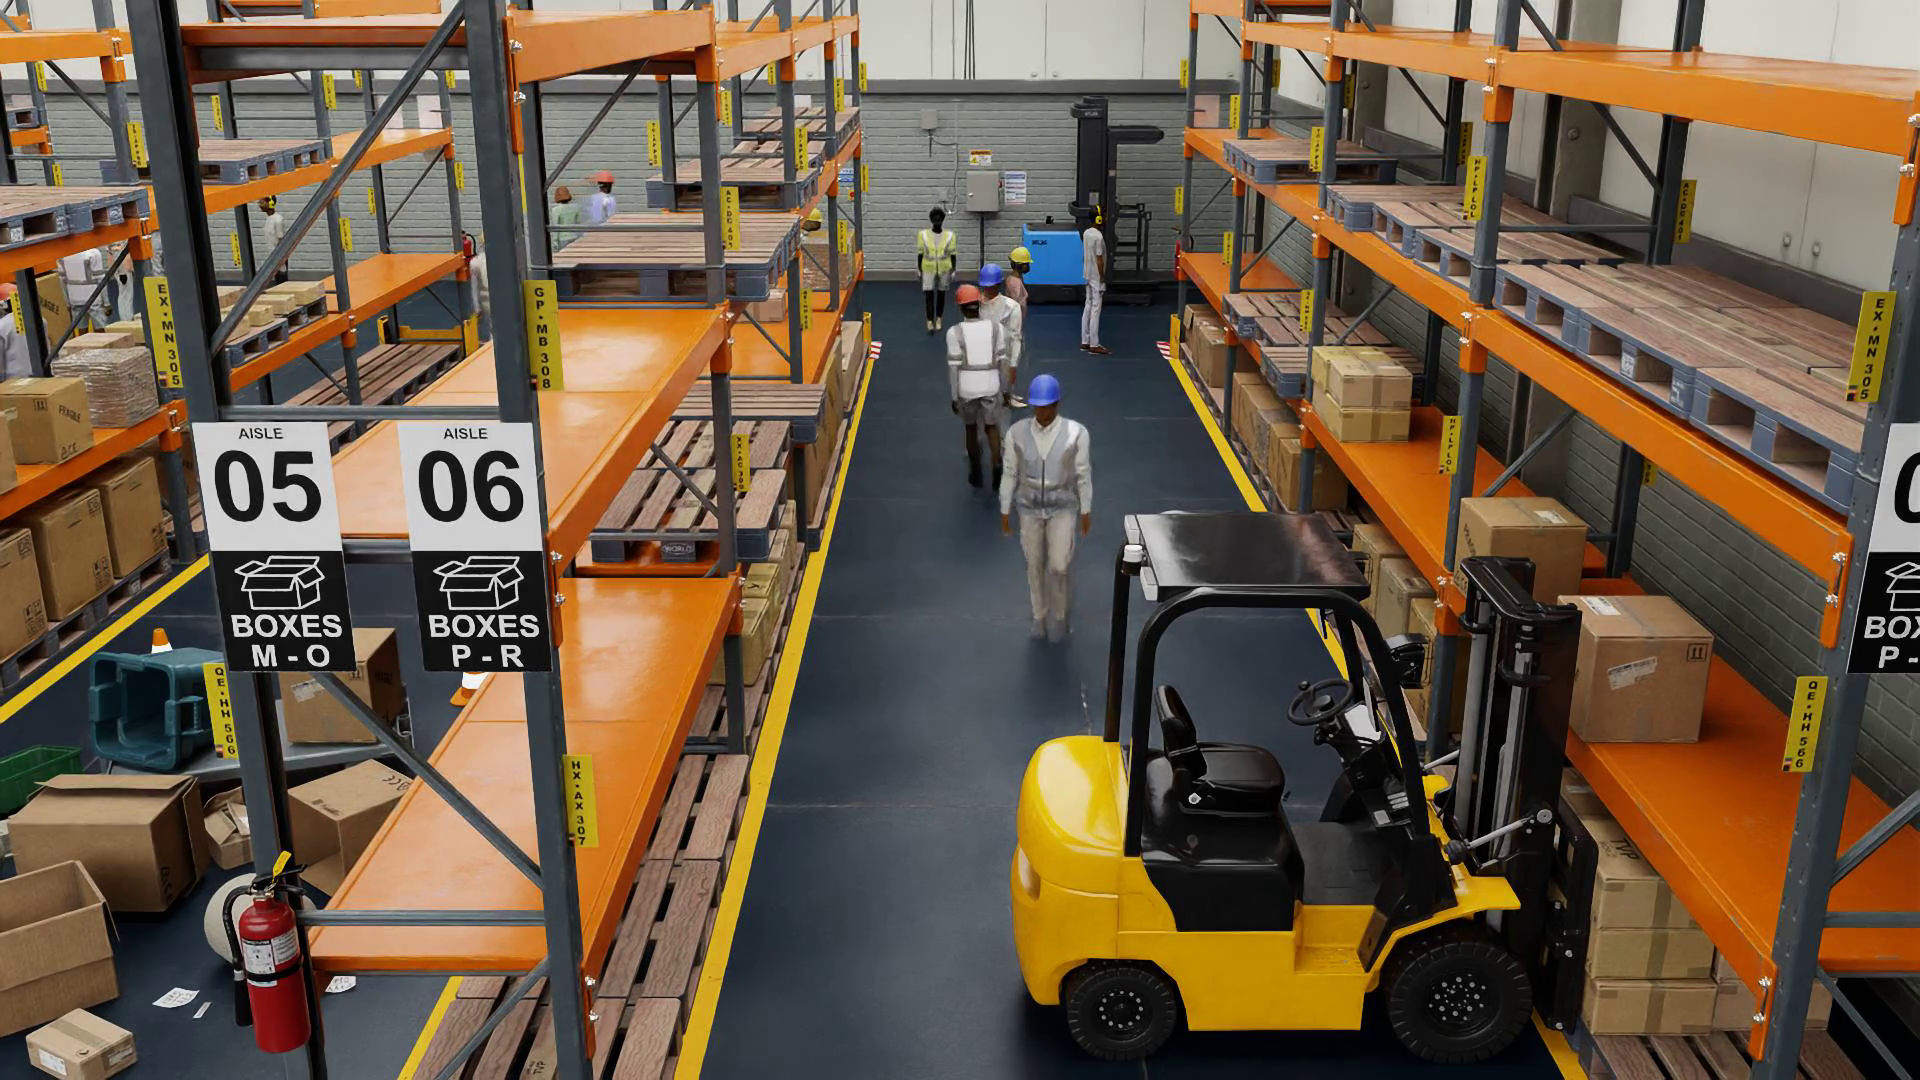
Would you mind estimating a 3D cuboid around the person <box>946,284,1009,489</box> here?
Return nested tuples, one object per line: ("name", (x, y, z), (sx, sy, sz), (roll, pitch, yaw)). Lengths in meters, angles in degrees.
("person", (0.186, -1.356, 15.132), (0.612, 1.896, 0.707), (-4, 19, -12))

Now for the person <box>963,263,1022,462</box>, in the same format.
("person", (0.297, -1.727, 16.182), (0.609, 1.944, 0.401), (7, 20, 21))

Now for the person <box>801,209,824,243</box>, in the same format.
("person", (-1.923, -3.473, 21.801), (0.323, 1.730, 0.491), (0, 18, 1))

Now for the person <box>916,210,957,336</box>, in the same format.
("person", (-0.301, -3.561, 22.163), (0.542, 1.647, 0.872), (-1, 18, -4))

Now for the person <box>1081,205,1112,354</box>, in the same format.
("person", (1.724, -3.295, 21.037), (0.328, 1.872, 0.511), (-7, 19, -20))

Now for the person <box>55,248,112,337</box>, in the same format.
("person", (-10.238, -2.822, 19.521), (0.544, 1.929, 0.387), (2, 18, 5))

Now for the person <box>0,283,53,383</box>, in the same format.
("person", (-9.118, -1.627, 16.193), (0.345, 1.743, 0.565), (10, 21, 27))

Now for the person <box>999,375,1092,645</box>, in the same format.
("person", (0.578, -0.200, 11.576), (0.654, 1.928, 0.557), (5, 19, 14))

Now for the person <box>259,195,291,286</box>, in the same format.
("person", (-9.254, -3.797, 22.585), (0.332, 1.859, 0.510), (-14, 23, -36))

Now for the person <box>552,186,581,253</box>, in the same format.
("person", (-5.936, -4.521, 25.130), (0.286, 1.628, 0.502), (16, 24, 40))

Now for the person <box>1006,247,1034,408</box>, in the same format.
("person", (0.633, -2.348, 18.358), (0.350, 1.758, 0.522), (-2, 18, -5))

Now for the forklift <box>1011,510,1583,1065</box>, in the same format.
("forklift", (1.387, 1.055, 7.378), (2.313, 2.155, 1.214), (0, 18, 0))

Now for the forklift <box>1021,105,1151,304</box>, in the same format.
("forklift", (1.857, -4.944, 24.441), (1.873, 2.768, 1.129), (0, 18, 0))
